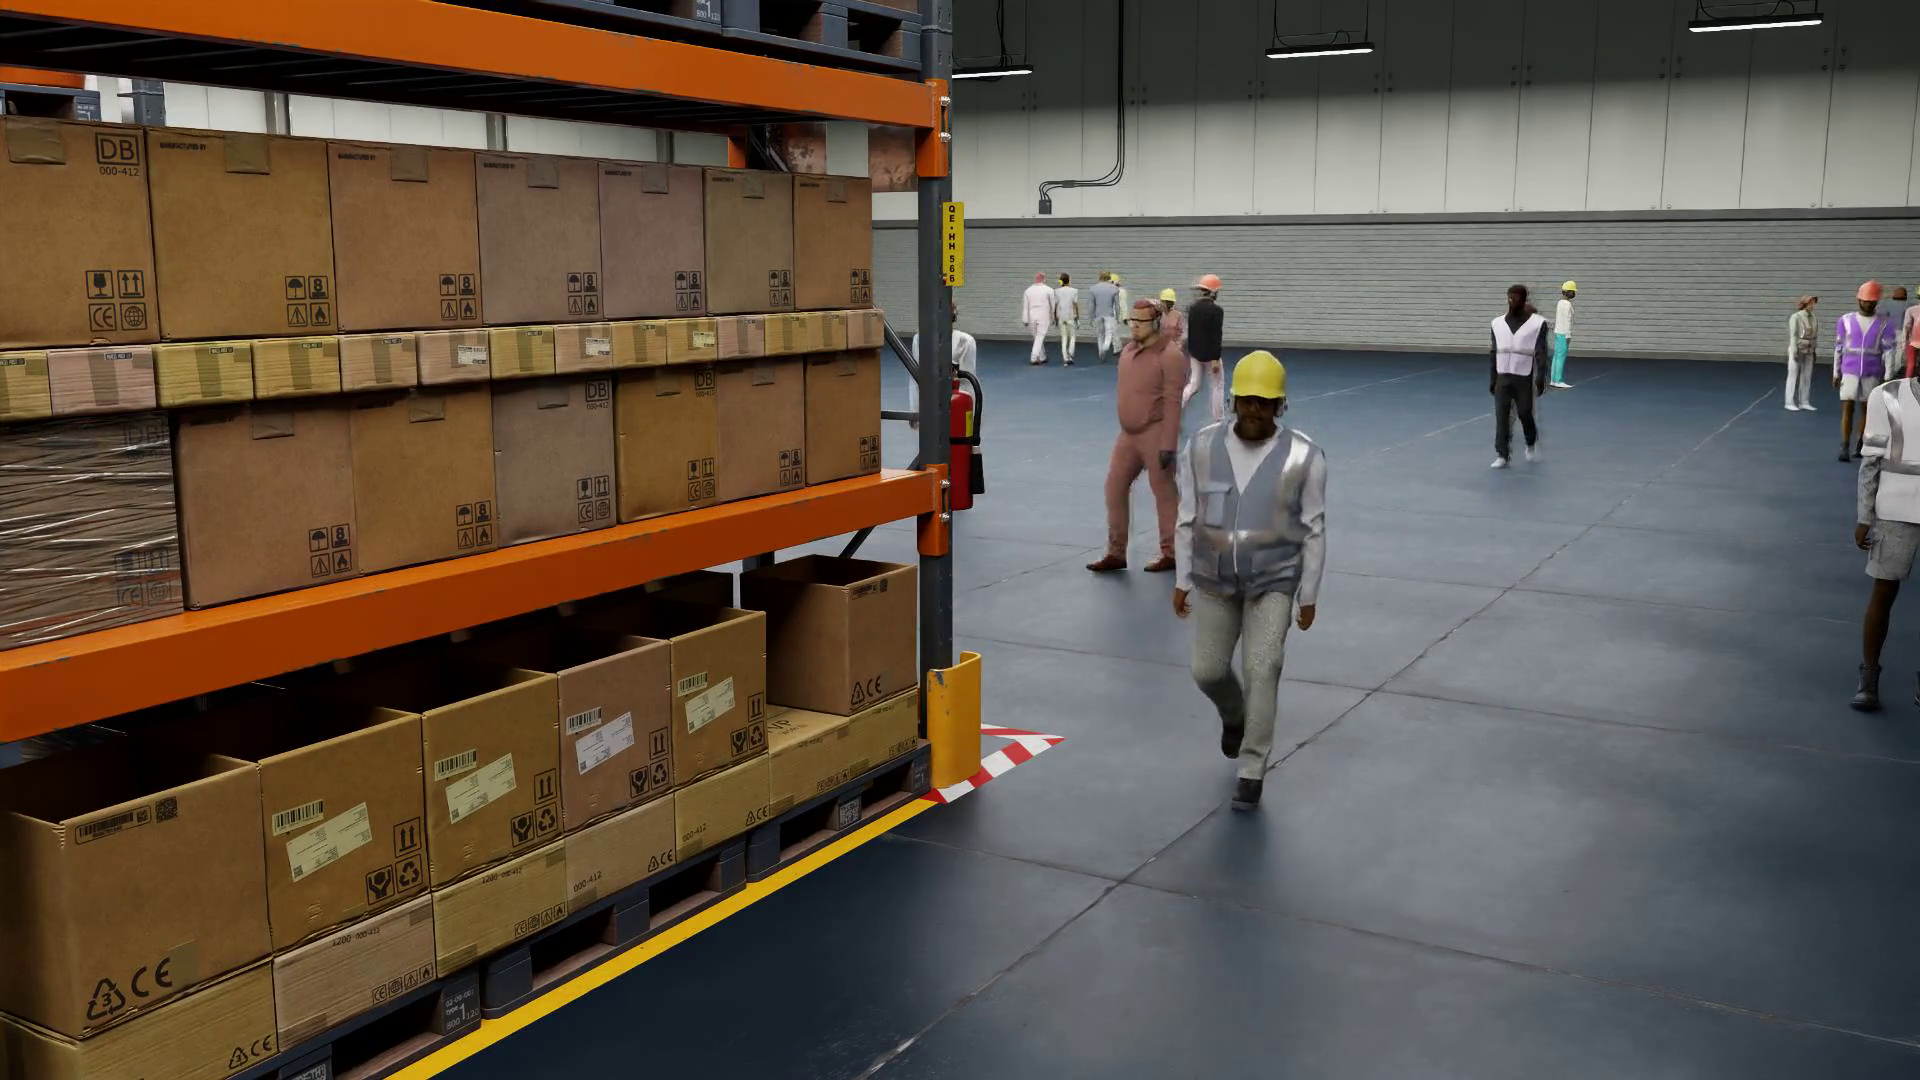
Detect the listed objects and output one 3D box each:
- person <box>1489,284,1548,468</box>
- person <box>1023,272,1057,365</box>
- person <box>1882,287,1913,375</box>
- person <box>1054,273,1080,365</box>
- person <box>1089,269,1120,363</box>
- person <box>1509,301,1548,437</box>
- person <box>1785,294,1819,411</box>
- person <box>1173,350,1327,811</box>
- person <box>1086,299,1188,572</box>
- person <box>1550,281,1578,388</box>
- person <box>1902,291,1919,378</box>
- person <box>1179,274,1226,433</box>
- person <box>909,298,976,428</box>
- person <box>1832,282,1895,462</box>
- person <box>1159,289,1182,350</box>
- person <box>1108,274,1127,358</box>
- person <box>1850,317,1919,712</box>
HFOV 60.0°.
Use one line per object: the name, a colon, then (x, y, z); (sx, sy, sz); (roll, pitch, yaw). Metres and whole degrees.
person: (5.779, -1.699, 17.220); (0.598, 1.892, 0.769); (7, 12, 37)
person: (1.617, -4.442, 33.389); (0.630, 1.851, 0.999); (6, 12, 33)
person: (17.157, -3.827, 30.471); (0.566, 1.620, 0.519); (-9, 13, -42)
person: (2.156, -4.418, 33.302); (0.555, 1.838, 0.534); (2, 10, 14)
person: (2.905, -4.508, 33.598); (0.639, 1.920, 0.801); (3, 10, 15)
person: (6.730, -2.020, 19.837); (0.518, 1.640, 0.307); (5, 11, 26)
person: (11.896, -2.642, 23.489); (0.522, 1.640, 0.319); (-4, 10, -22)
person: (1.172, 0.138, 6.683); (0.600, 1.813, 0.574); (4, 10, 22)
person: (1.211, -0.691, 11.334); (0.819, 1.876, 0.669); (-7, 12, -34)
person: (10.027, -3.402, 27.569); (0.327, 1.765, 0.528); (1, 10, 4)
person: (14.474, -2.953, 24.994); (0.553, 1.732, 0.818); (2, 10, 12)
person: (2.983, -2.291, 20.504); (0.926, 1.968, 0.619); (-6, 12, -33)
person: (-0.123, -1.103, 13.802); (0.587, 1.865, 0.765); (5, 11, 25)
person: (9.625, -1.791, 17.737); (0.565, 1.901, 0.819); (5, 11, 28)
person: (2.872, -2.731, 23.759); (0.528, 1.722, 0.854); (-4, 10, -22)
person: (3.268, -4.778, 35.516); (0.610, 1.801, 0.598); (-6, 11, -32)
person: (4.547, -0.123, 7.861); (0.552, 1.934, 0.373); (4, 11, 23)
